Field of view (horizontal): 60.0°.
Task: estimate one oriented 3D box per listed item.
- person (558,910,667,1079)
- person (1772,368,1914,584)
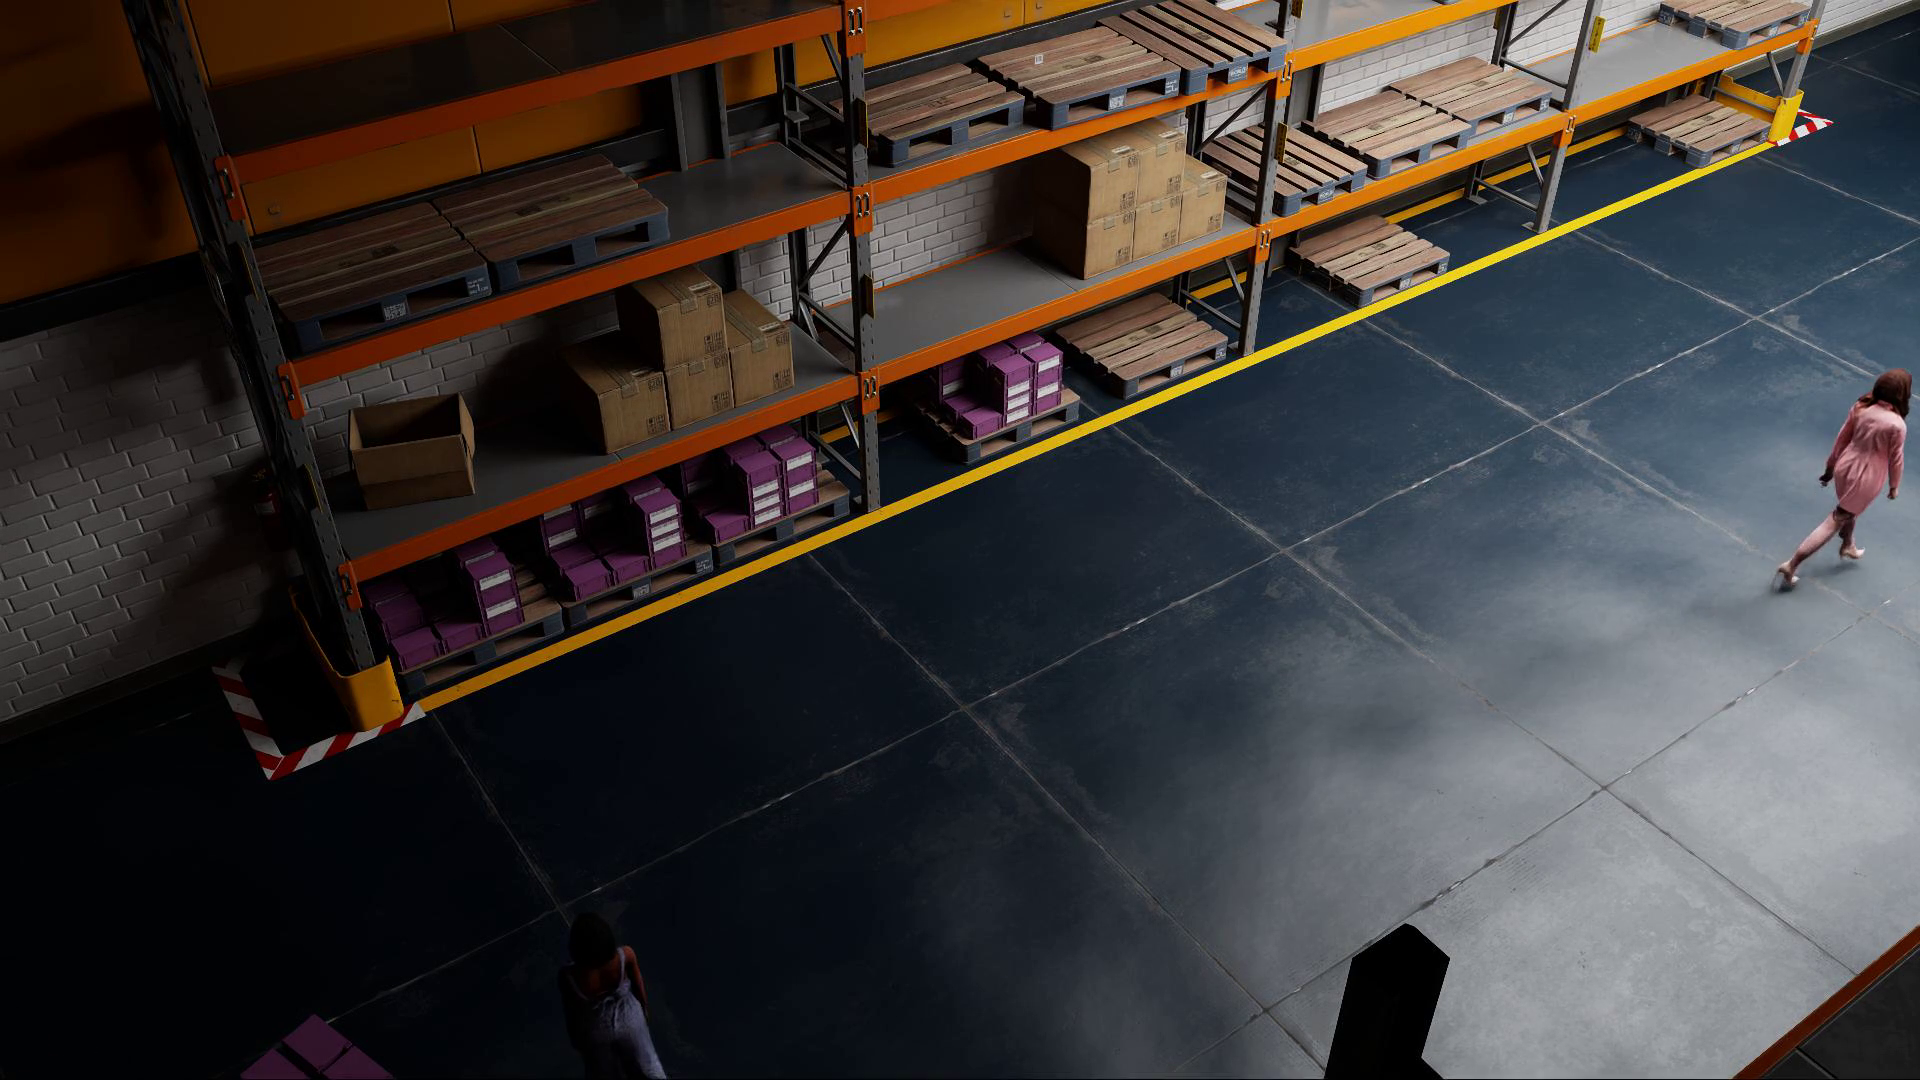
[{"bbox_3d":[-1.769,2.459,8.436,0.514,1.696,0.672,-17,42,-20],"label":"person"},{"bbox_3d":[6.372,-0.384,11.949,1.192,1.755,0.796,-14,41,-17],"label":"person"}]
